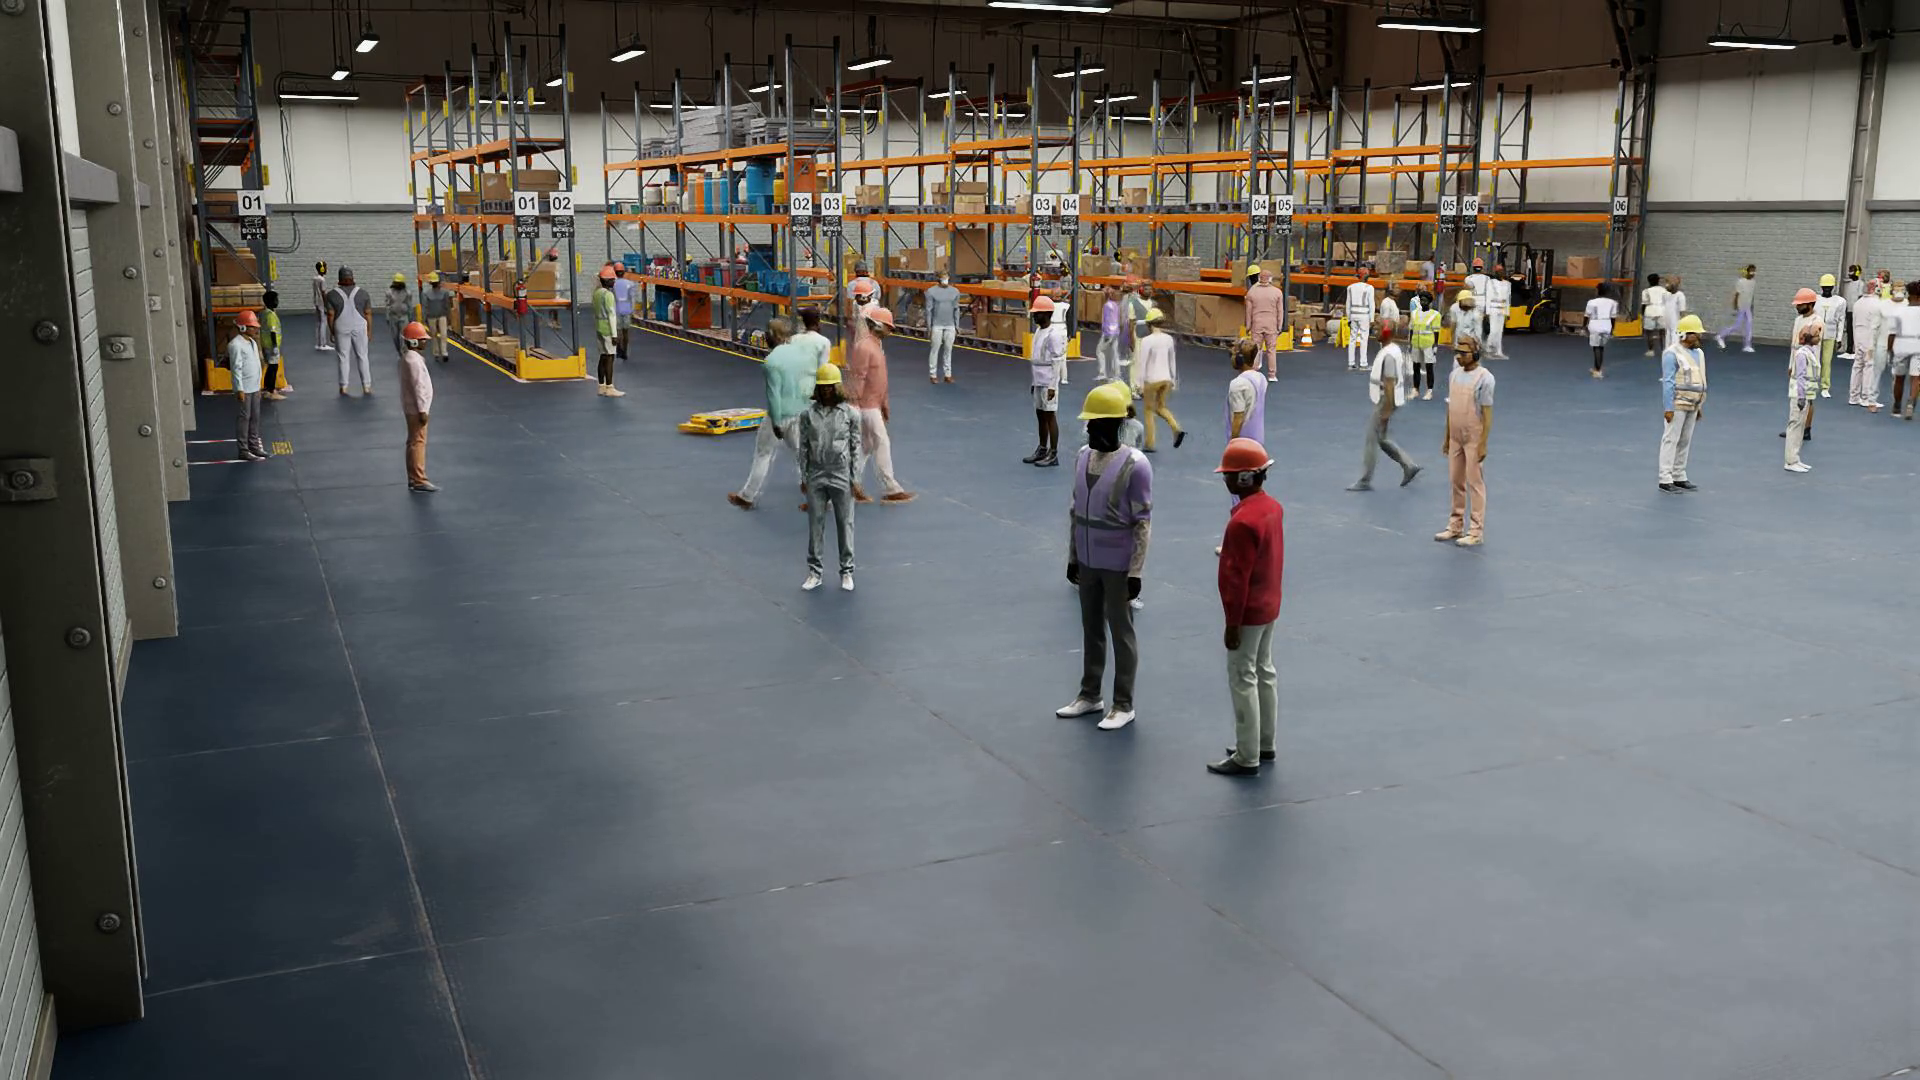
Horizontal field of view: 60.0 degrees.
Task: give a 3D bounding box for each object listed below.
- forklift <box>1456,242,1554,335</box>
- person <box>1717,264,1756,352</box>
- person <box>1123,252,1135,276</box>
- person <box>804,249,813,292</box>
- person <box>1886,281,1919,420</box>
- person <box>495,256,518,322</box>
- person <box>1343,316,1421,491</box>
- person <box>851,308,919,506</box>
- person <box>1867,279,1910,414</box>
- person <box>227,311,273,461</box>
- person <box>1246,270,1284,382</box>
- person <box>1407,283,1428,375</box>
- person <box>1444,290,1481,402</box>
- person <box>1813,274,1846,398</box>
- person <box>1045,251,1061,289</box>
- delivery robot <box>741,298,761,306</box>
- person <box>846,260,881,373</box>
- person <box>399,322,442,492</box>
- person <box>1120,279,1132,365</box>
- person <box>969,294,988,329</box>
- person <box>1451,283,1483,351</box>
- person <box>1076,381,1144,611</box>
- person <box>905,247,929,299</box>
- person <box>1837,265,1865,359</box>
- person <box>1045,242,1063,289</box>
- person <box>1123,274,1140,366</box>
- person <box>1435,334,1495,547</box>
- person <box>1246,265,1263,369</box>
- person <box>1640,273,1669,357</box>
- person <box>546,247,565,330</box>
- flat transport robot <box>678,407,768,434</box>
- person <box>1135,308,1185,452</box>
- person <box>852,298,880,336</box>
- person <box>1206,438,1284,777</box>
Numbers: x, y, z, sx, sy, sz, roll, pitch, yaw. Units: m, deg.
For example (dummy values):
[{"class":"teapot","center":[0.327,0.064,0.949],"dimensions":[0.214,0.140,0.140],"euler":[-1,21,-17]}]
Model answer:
[{"class":"forklift","center":[13.047,-6.049,39.881],"dimensions":[2.313,2.155,1.214],"euler":[-5,12,-23]},{"class":"person","center":[16.338,-4.859,34.777],"dimensions":[0.571,1.836,0.779],"euler":[-5,12,-22]},{"class":"person","center":[4.948,-7.450,48.149],"dimensions":[0.566,1.738,0.385],"euler":[10,15,42]},{"class":"person","center":[-4.721,-8.219,52.067],"dimensions":[0.348,1.743,0.566],"euler":[-2,11,-11]},{"class":"person","center":[13.311,-2.654,23.290],"dimensions":[0.614,1.941,0.866],"euler":[7,13,30]},{"class":"person","center":[-12.069,-6.800,44.257],"dimensions":[0.615,1.969,0.444],"euler":[0,11,-1]},{"class":"person","center":[4.394,-1.399,17.186],"dimensions":[0.733,1.826,0.586],"euler":[2,11,12]},{"class":"person","center":[-0.778,-1.310,16.455],"dimensions":[0.876,1.935,0.684],"euler":[2,11,10]},{"class":"person","center":[13.428,-2.780,23.955],"dimensions":[0.629,1.930,0.367],"euler":[4,12,22]},{"class":"person","center":[-8.304,-1.802,19.447],"dimensions":[0.350,1.743,0.564],"euler":[0,11,2]},{"class":"person","center":[5.195,-3.642,28.397],"dimensions":[0.639,1.903,0.409],"euler":[2,11,12]},{"class":"person","center":[8.190,-3.773,29.724],"dimensions":[0.512,1.642,0.312],"euler":[-11,15,-43]},{"class":"person","center":[7.680,-2.922,25.202],"dimensions":[0.518,1.717,0.503],"euler":[-5,12,-24]},{"class":"person","center":[13.501,-3.189,26.030],"dimensions":[0.588,1.927,0.369],"euler":[5,12,22]},{"class":"person","center":[2.770,-7.687,49.299],"dimensions":[0.534,1.767,0.313],"euler":[3,12,16]},{"class":"delivery robot","center":[-6.296,-7.222,49.784],"dimensions":[0.707,0.478,0.477],"euler":[-2,11,-11]},{"class":"person","center":[-1.800,-4.034,30.033],"dimensions":[0.689,2.000,0.537],"euler":[-8,14,-36]},{"class":"person","center":[-5.619,-1.380,17.269],"dimensions":[0.327,1.753,0.562],"euler":[-6,13,-28]},{"class":"person","center":[3.178,-4.130,31.558],"dimensions":[0.271,1.632,0.503],"euler":[-2,11,-9]},{"class":"person","center":[0.521,-6.217,41.478],"dimensions":[0.643,1.905,0.399],"euler":[5,12,23]},{"class":"person","center":[7.763,-3.042,25.563],"dimensions":[0.520,1.822,0.473],"euler":[-1,11,-4]},{"class":"person","center":[1.105,-0.371,12.350],"dimensions":[0.515,1.676,0.912],"euler":[-4,12,-18]},{"class":"person","center":[-1.137,-6.698,43.735],"dimensions":[0.640,1.998,1.053],"euler":[-1,11,-5]},{"class":"person","center":[17.703,-4.519,32.975],"dimensions":[0.320,1.860,0.506],"euler":[0,11,1]},{"class":"person","center":[3.200,-9.103,56.139],"dimensions":[0.643,1.908,0.411],"euler":[3,12,16]},{"class":"person","center":[3.247,-4.109,31.197],"dimensions":[0.428,1.724,0.575],"euler":[1,11,4]},{"class":"person","center":[4.403,-0.868,14.461],"dimensions":[0.343,1.840,0.502],"euler":[-5,12,-25]},{"class":"person","center":[5.442,-4.107,30.718],"dimensions":[0.380,1.917,0.586],"euler":[4,12,21]},{"class":"person","center":[14.027,-4.518,33.454],"dimensions":[0.668,1.672,0.324],"euler":[2,11,10]},{"class":"person","center":[-10.031,-6.212,41.115],"dimensions":[0.420,2.032,0.632],"euler":[8,14,36]},{"class":"flat transport robot","center":[-3.018,-1.604,22.192],"dimensions":[0.652,0.197,1.431],"euler":[8,14,35]},{"class":"person","center":[2.395,-1.910,19.987],"dimensions":[0.547,1.747,0.521],"euler":[-9,14,-39]},{"class":"person","center":[-1.640,-3.672,29.211],"dimensions":[0.515,1.641,0.315],"euler":[3,11,14]},{"class":"person","center":[1.462,0.341,8.563],"dimensions":[0.354,1.743,0.574],"euler":[6,13,28]}]
